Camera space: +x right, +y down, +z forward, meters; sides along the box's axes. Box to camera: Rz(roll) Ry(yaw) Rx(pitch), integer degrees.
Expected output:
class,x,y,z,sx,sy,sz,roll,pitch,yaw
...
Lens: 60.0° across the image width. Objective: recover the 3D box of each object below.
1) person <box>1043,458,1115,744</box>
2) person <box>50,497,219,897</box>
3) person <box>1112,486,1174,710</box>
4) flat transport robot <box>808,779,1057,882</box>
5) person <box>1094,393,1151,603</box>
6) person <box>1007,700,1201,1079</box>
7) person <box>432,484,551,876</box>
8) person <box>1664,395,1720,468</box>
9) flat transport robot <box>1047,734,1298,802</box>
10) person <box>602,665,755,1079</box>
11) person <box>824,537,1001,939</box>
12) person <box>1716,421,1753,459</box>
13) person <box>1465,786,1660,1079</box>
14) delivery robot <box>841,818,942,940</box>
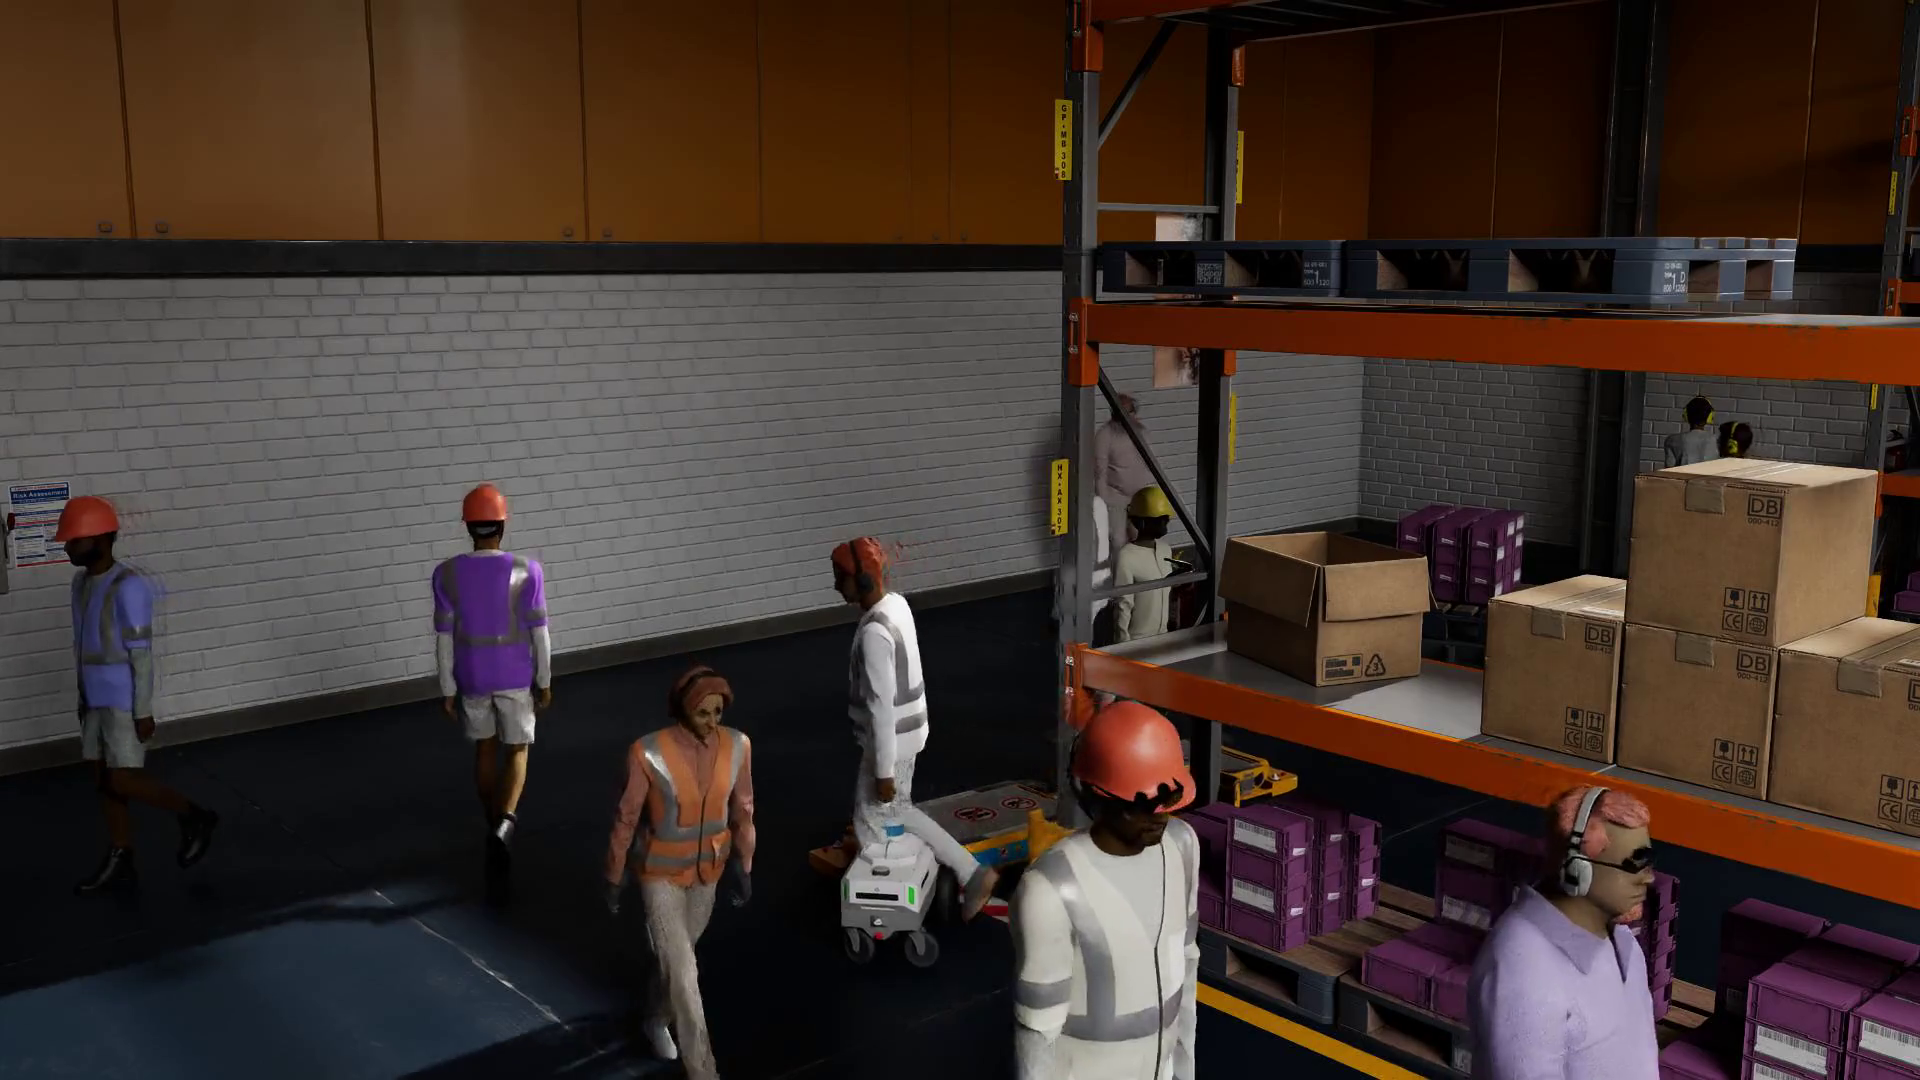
class,x,y,z,sx,sy,sz,roll,pitch,yaw
person,0.741,0.373,10.223,0.432,1.859,0.613,3,10,19
person,-3.989,0.731,7.956,0.554,1.925,0.568,7,12,35
person,1.039,0.576,9.309,0.315,1.770,0.524,8,12,39
flat transport robot,0.015,1.486,8.353,1.431,0.197,0.652,-7,12,-37
person,1.437,-0.365,14.549,0.726,1.864,0.476,-7,12,-36
person,0.304,1.335,4.174,0.616,2.011,0.703,-9,13,-44
person,-2.321,0.689,8.228,0.554,1.919,0.810,-1,10,-3
person,6.158,-0.279,14.009,0.521,1.873,0.335,4,10,21
flat transport robot,1.143,1.342,9.197,1.431,0.197,0.652,-7,12,-37
person,-0.990,1.227,6.021,0.558,1.582,0.889,-8,13,-39
person,-0.230,0.883,7.251,0.709,1.852,0.648,2,10,9
person,5.475,0.066,12.032,0.641,1.852,0.554,8,13,41
person,1.447,1.479,3.690,0.799,1.881,0.663,8,13,40
delivery robot,-0.296,1.471,7.336,0.477,0.478,0.707,1,10,9
